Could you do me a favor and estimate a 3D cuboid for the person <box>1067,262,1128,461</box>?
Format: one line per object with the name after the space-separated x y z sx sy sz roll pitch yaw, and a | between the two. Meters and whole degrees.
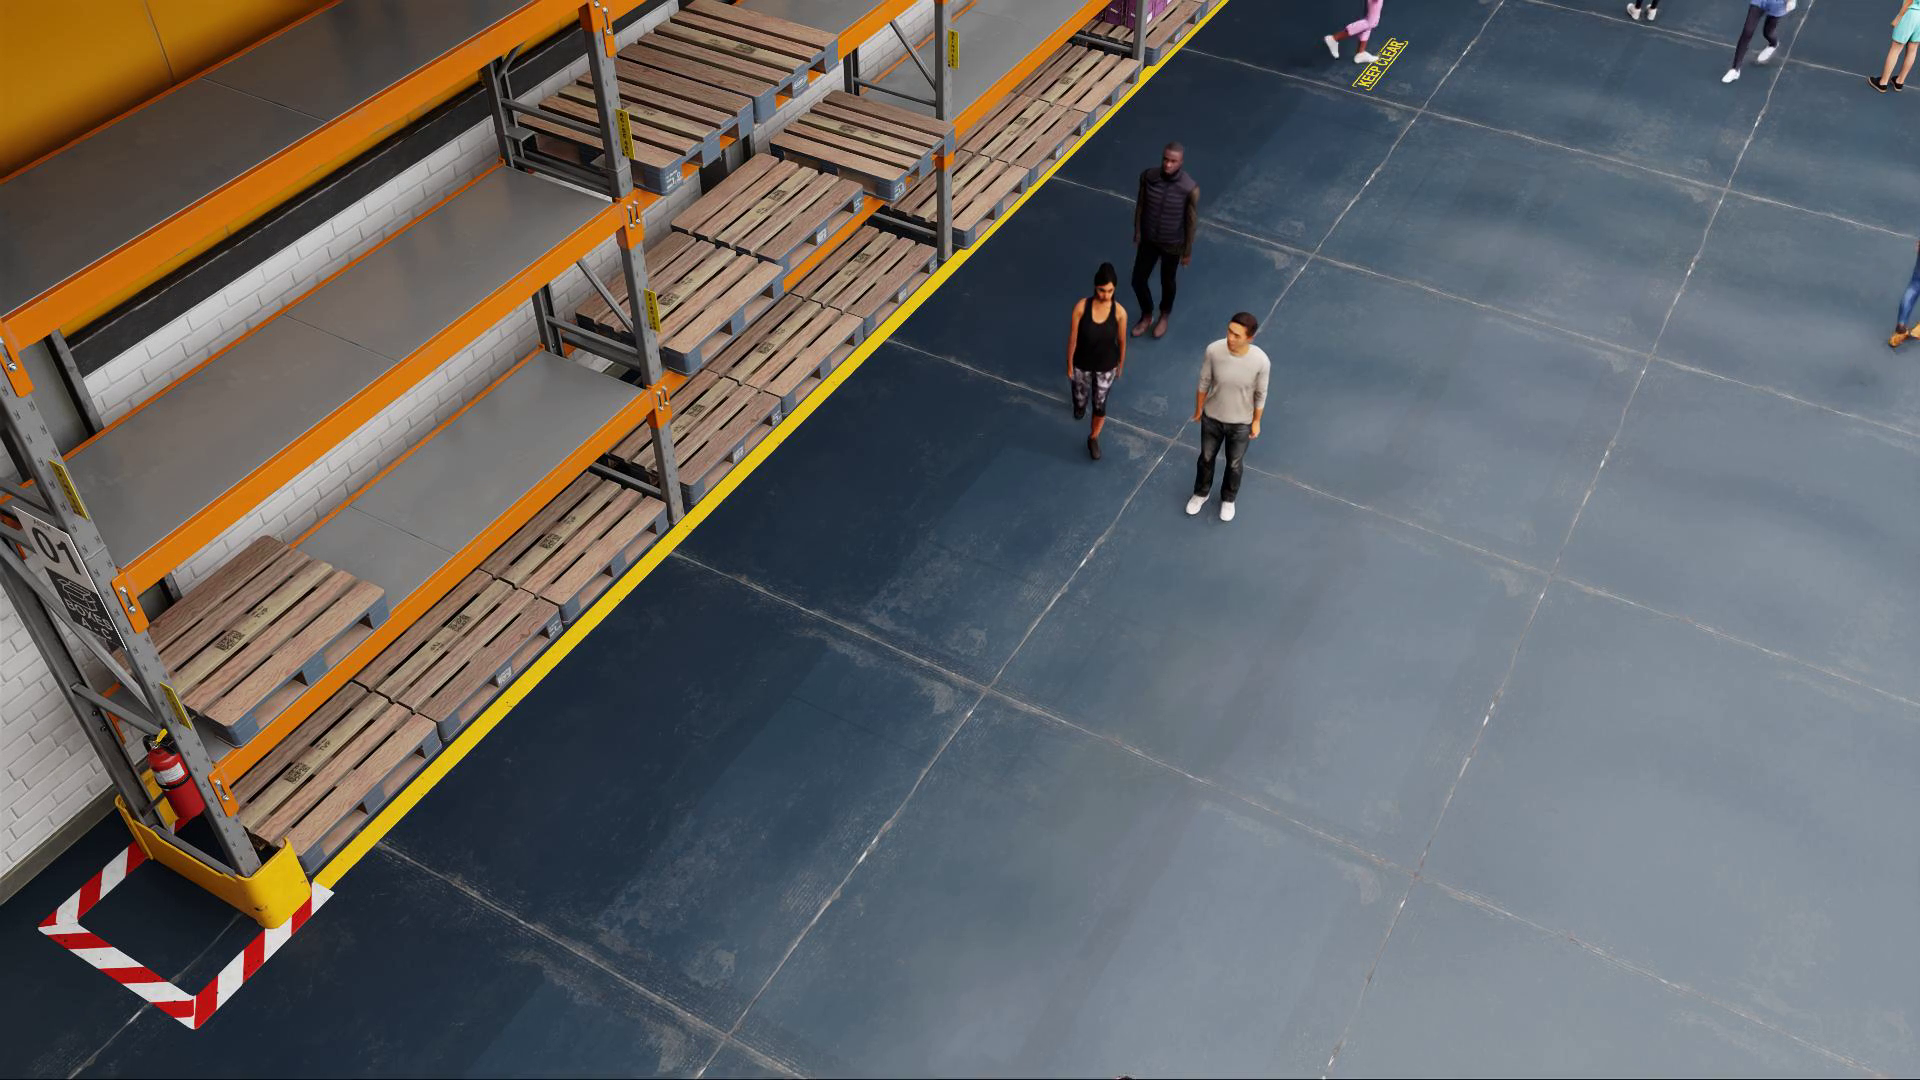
1.015 -1.392 12.575 0.798 1.647 0.916 1 44 1 | person

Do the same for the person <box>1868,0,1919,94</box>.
9.595 -5.255 16.695 0.644 1.558 0.683 -2 44 -2 | person

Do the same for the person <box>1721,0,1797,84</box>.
8.264 -5.520 16.820 1.186 1.769 0.899 -33 53 -30 | person

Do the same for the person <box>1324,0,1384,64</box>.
4.128 -5.665 17.003 0.876 1.727 0.894 1 44 1 | person

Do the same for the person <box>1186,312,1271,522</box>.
1.934 -0.913 11.955 0.680 1.810 0.602 15 46 15 | person

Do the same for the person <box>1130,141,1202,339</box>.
1.699 -2.479 13.590 0.705 1.821 0.643 21 48 21 | person
